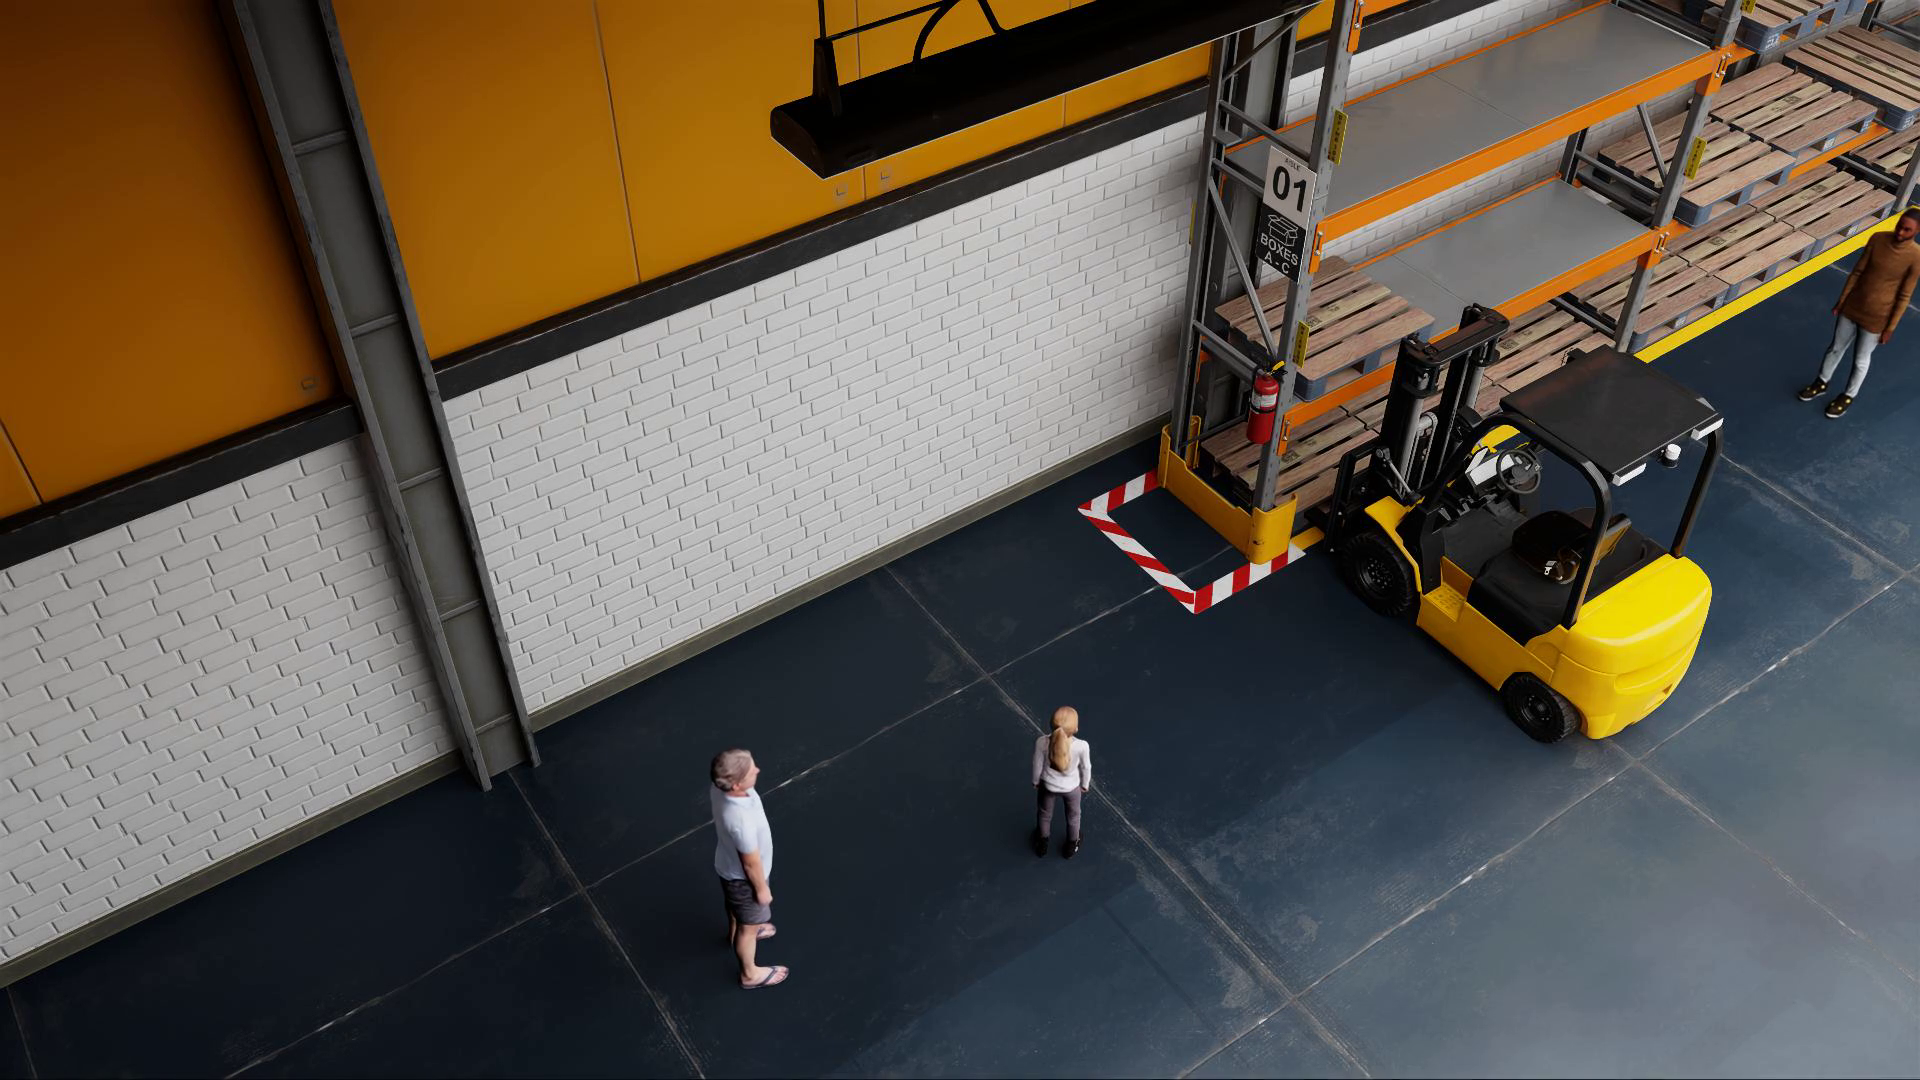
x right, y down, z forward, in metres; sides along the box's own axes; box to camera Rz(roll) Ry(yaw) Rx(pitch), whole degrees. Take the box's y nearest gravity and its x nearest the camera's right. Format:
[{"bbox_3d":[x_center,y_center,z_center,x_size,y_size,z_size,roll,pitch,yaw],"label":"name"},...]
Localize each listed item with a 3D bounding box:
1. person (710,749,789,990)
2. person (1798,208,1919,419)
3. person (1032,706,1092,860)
[{"bbox_3d":[-1.190,1.761,9.046,0.661,1.830,0.702,-11,45,-11],"label":"person"},{"bbox_3d":[6.983,-1.770,12.764,0.537,1.815,0.631,-24,49,-23],"label":"person"},{"bbox_3d":[0.589,1.430,9.793,0.578,1.279,0.641,5,44,6],"label":"person"}]
